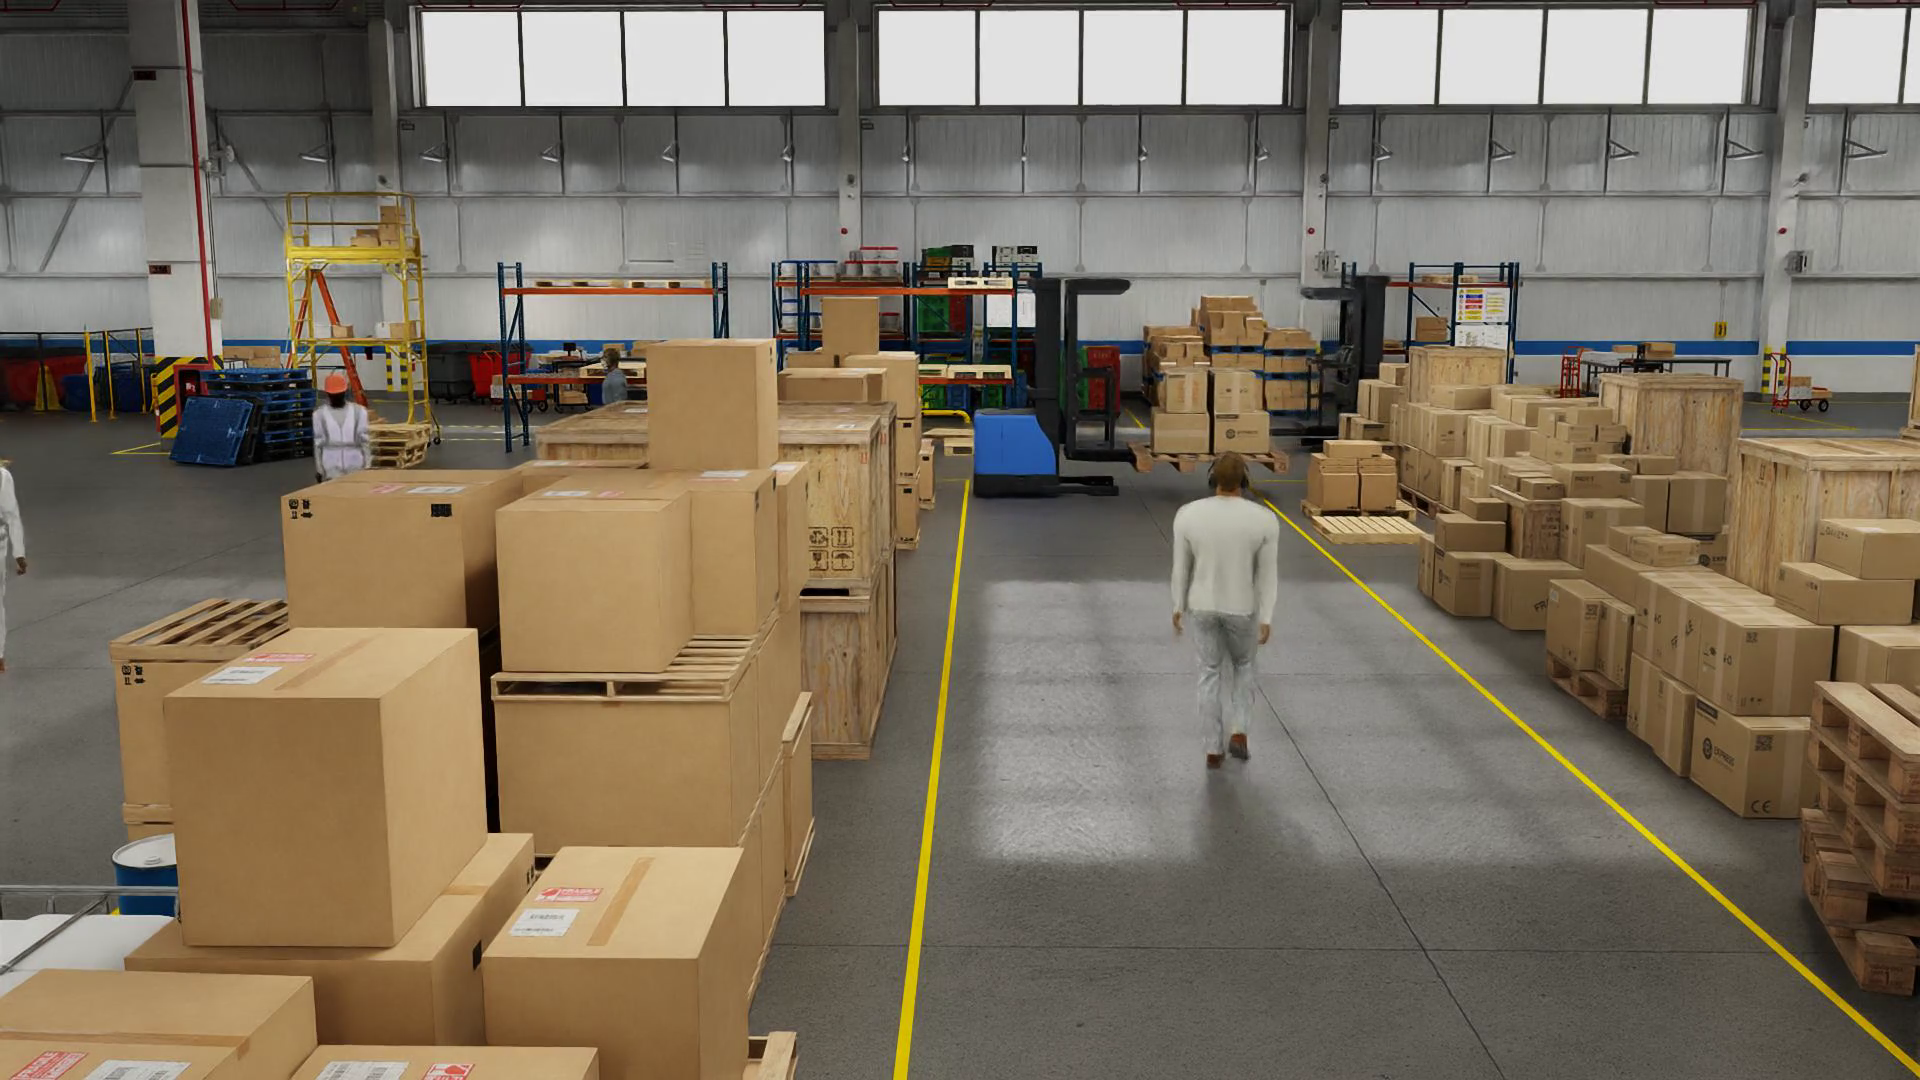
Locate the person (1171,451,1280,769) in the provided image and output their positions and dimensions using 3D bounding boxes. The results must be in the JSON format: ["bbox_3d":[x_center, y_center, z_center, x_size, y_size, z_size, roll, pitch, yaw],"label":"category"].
[{"bbox_3d":[1.581,0.421,9.991,0.634,1.923,0.435,2,10,10],"label":"person"}]

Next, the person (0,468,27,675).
[{"bbox_3d":[-7.057,0.132,11.947,0.599,1.846,0.926,-5,11,-30],"label":"person"}]

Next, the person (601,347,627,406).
[{"bbox_3d":[-4.511,-1.545,21.705,0.364,1.940,0.635,-3,10,-18],"label":"person"}]

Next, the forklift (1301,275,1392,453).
[{"bbox_3d":[6.522,-2.819,26.521,1.873,2.768,1.129,0,9,1],"label":"forklift"}]

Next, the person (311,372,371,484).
[{"bbox_3d":[-6.398,-0.786,17.226,0.560,1.914,0.438,-4,10,-21],"label":"person"}]

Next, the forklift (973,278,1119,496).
[{"bbox_3d":[1.114,-2.013,21.692,1.873,2.768,1.129,0,9,1],"label":"forklift"}]
